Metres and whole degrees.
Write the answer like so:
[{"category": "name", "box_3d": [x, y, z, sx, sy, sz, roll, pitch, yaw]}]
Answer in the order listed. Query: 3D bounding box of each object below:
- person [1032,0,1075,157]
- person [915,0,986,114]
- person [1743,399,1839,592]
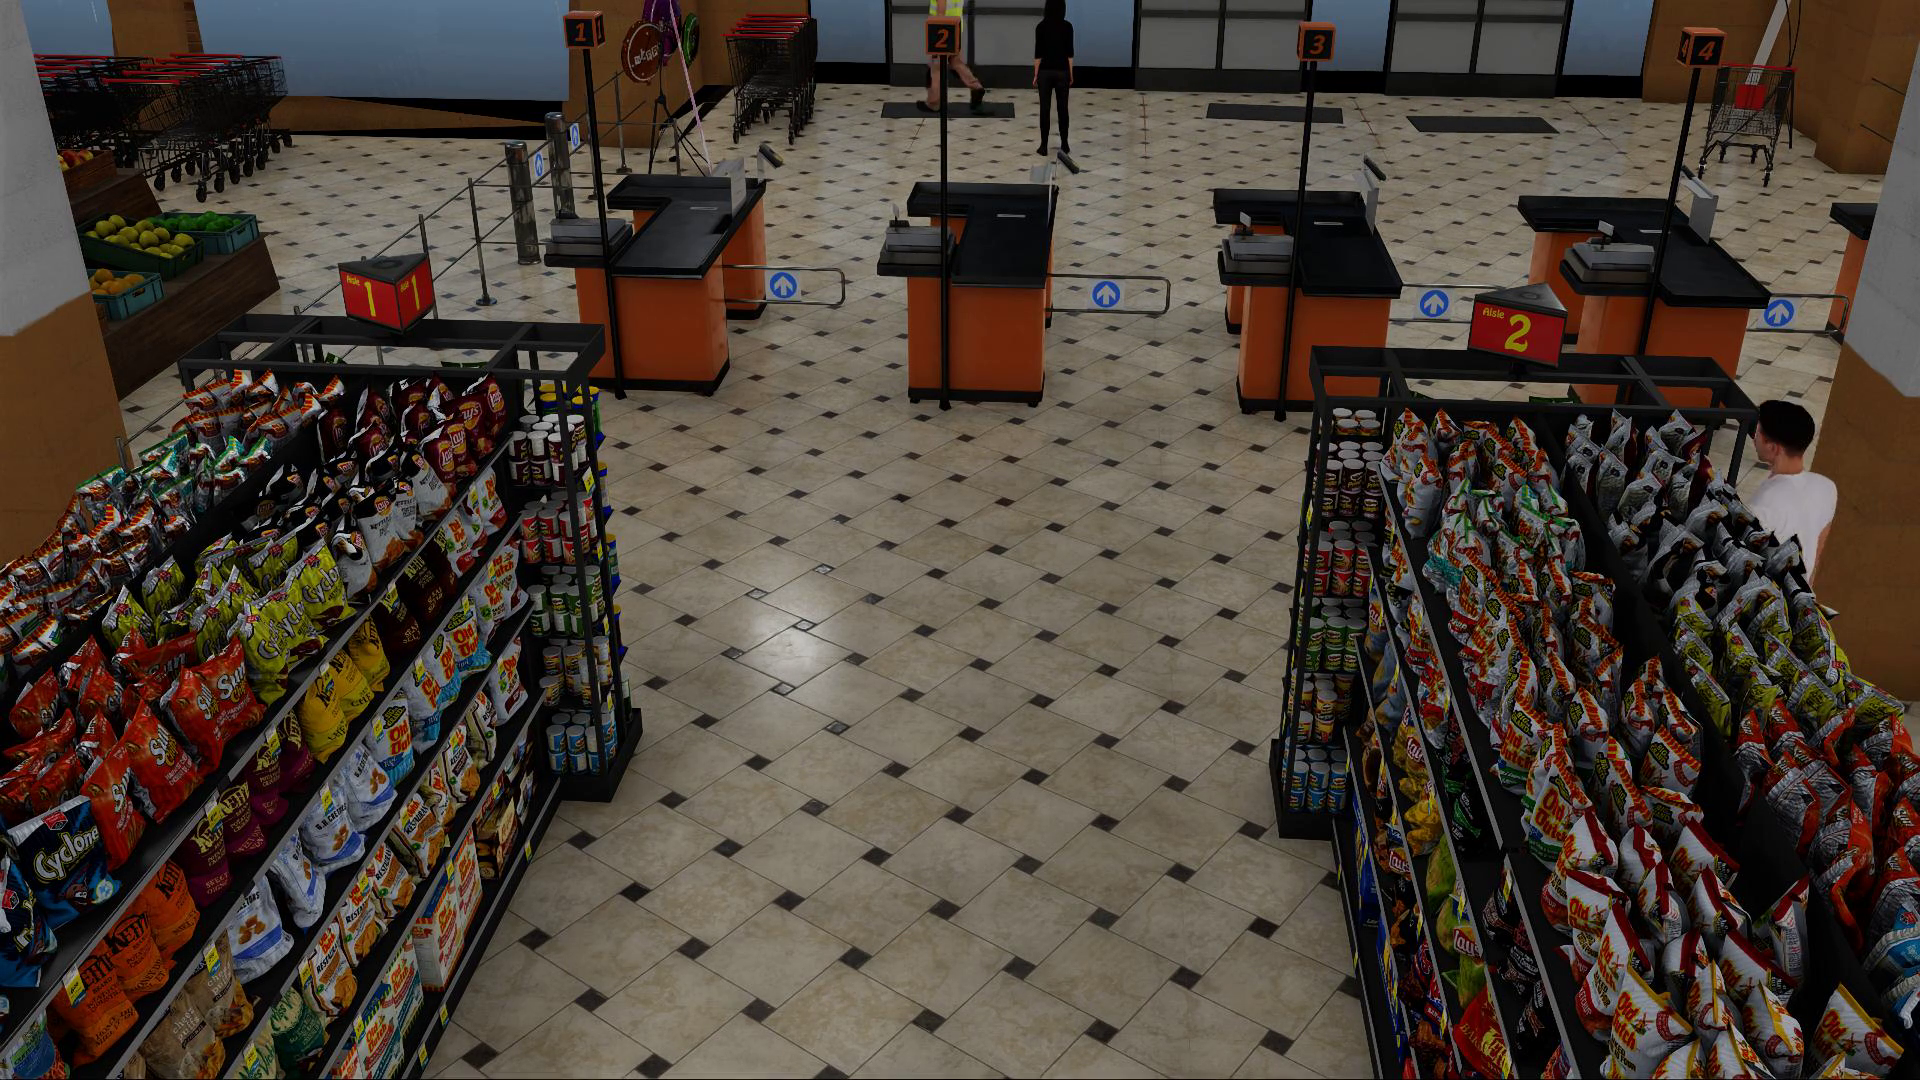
[{"category": "person", "box_3d": [0.966, -4.798, 17.120, 0.593, 1.642, 0.526, 0, 27, -1]}, {"category": "person", "box_3d": [-0.096, -5.731, 18.756, 1.043, 1.827, 1.108, 15, 31, 27]}, {"category": "person", "box_3d": [3.329, 0.338, 6.780, 0.982, 1.834, 1.109, -10, 29, -19]}]
